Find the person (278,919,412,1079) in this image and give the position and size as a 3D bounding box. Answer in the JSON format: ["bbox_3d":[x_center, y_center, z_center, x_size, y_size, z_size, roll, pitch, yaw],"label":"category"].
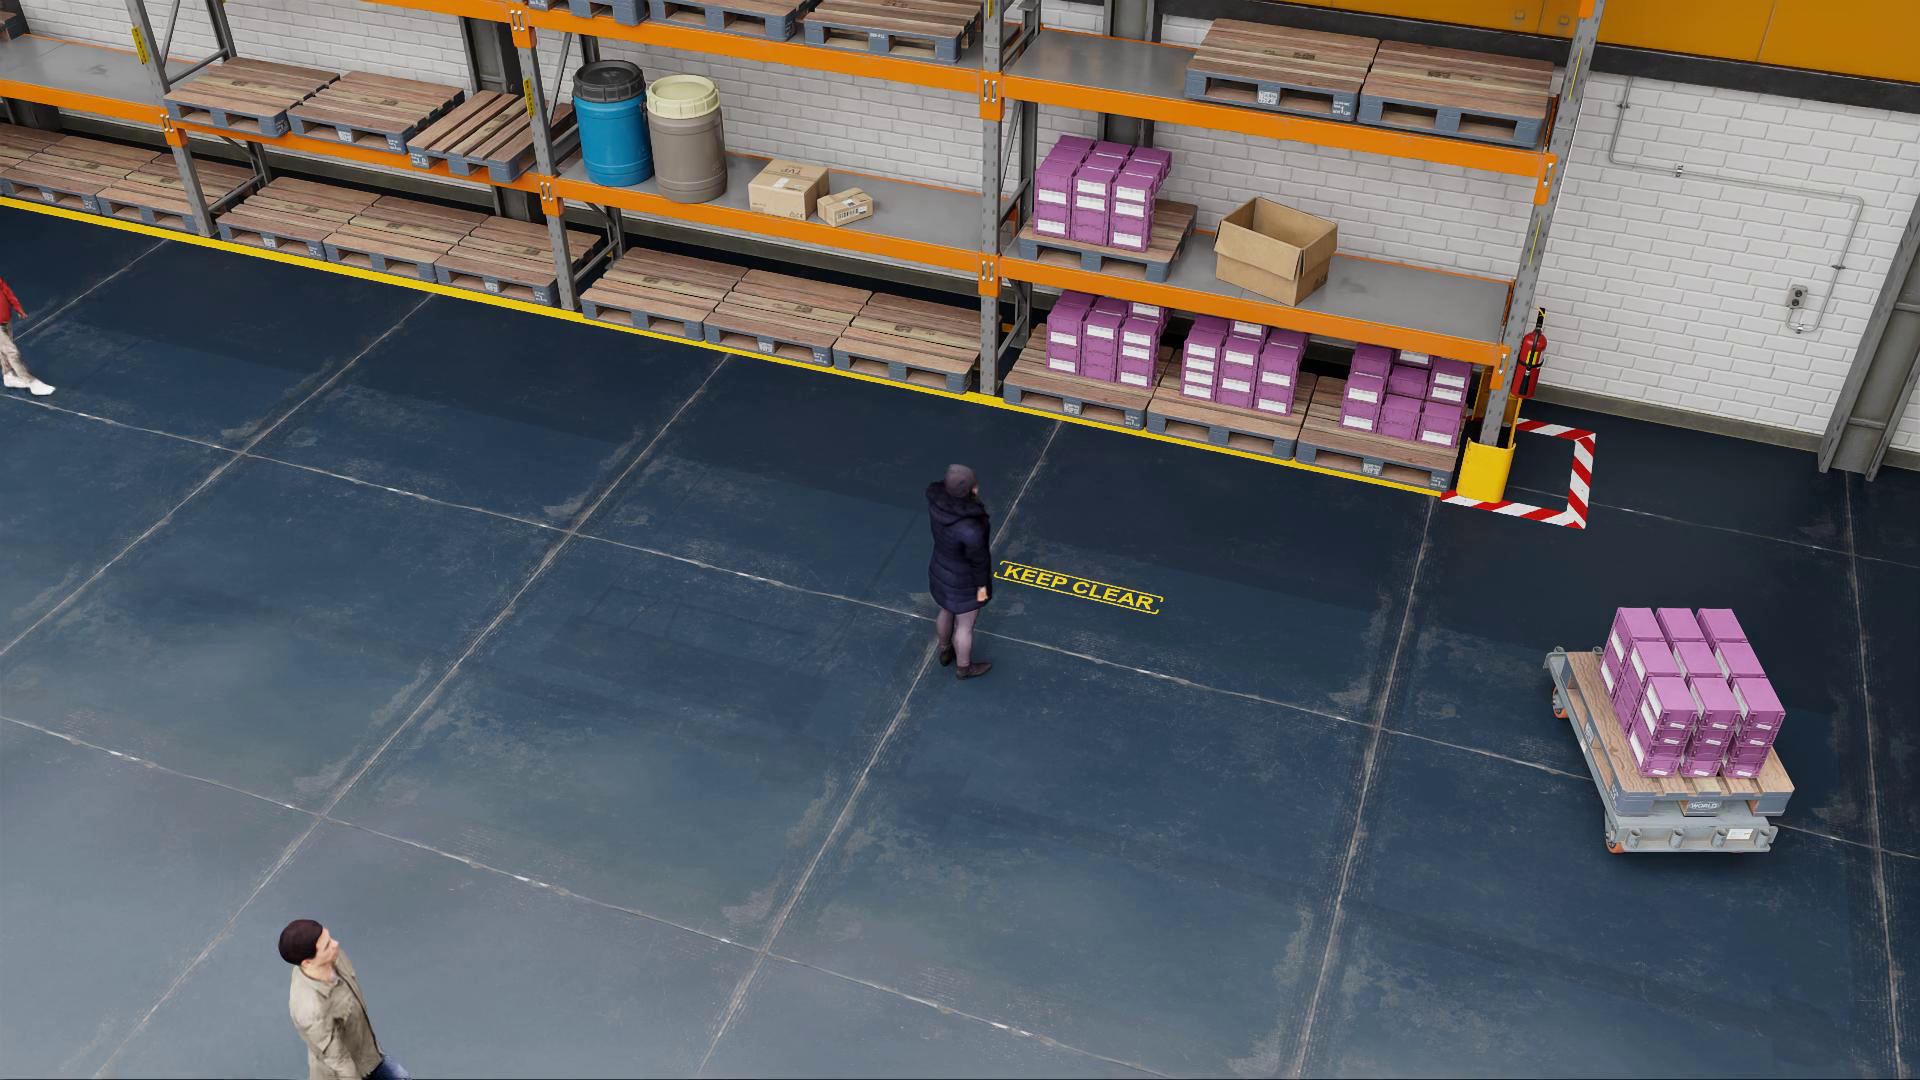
[{"bbox_3d":[-2.990,2.455,7.819,1.267,1.858,1.062,-5,39,-7],"label":"person"}]

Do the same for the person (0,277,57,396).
[{"bbox_3d":[-7.919,-1.821,13.538,0.803,1.402,0.610,7,39,8],"label":"person"}]

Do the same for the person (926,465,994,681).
[{"bbox_3d":[-0.007,0.203,10.787,0.858,1.675,0.774,-24,45,-27],"label":"person"}]
